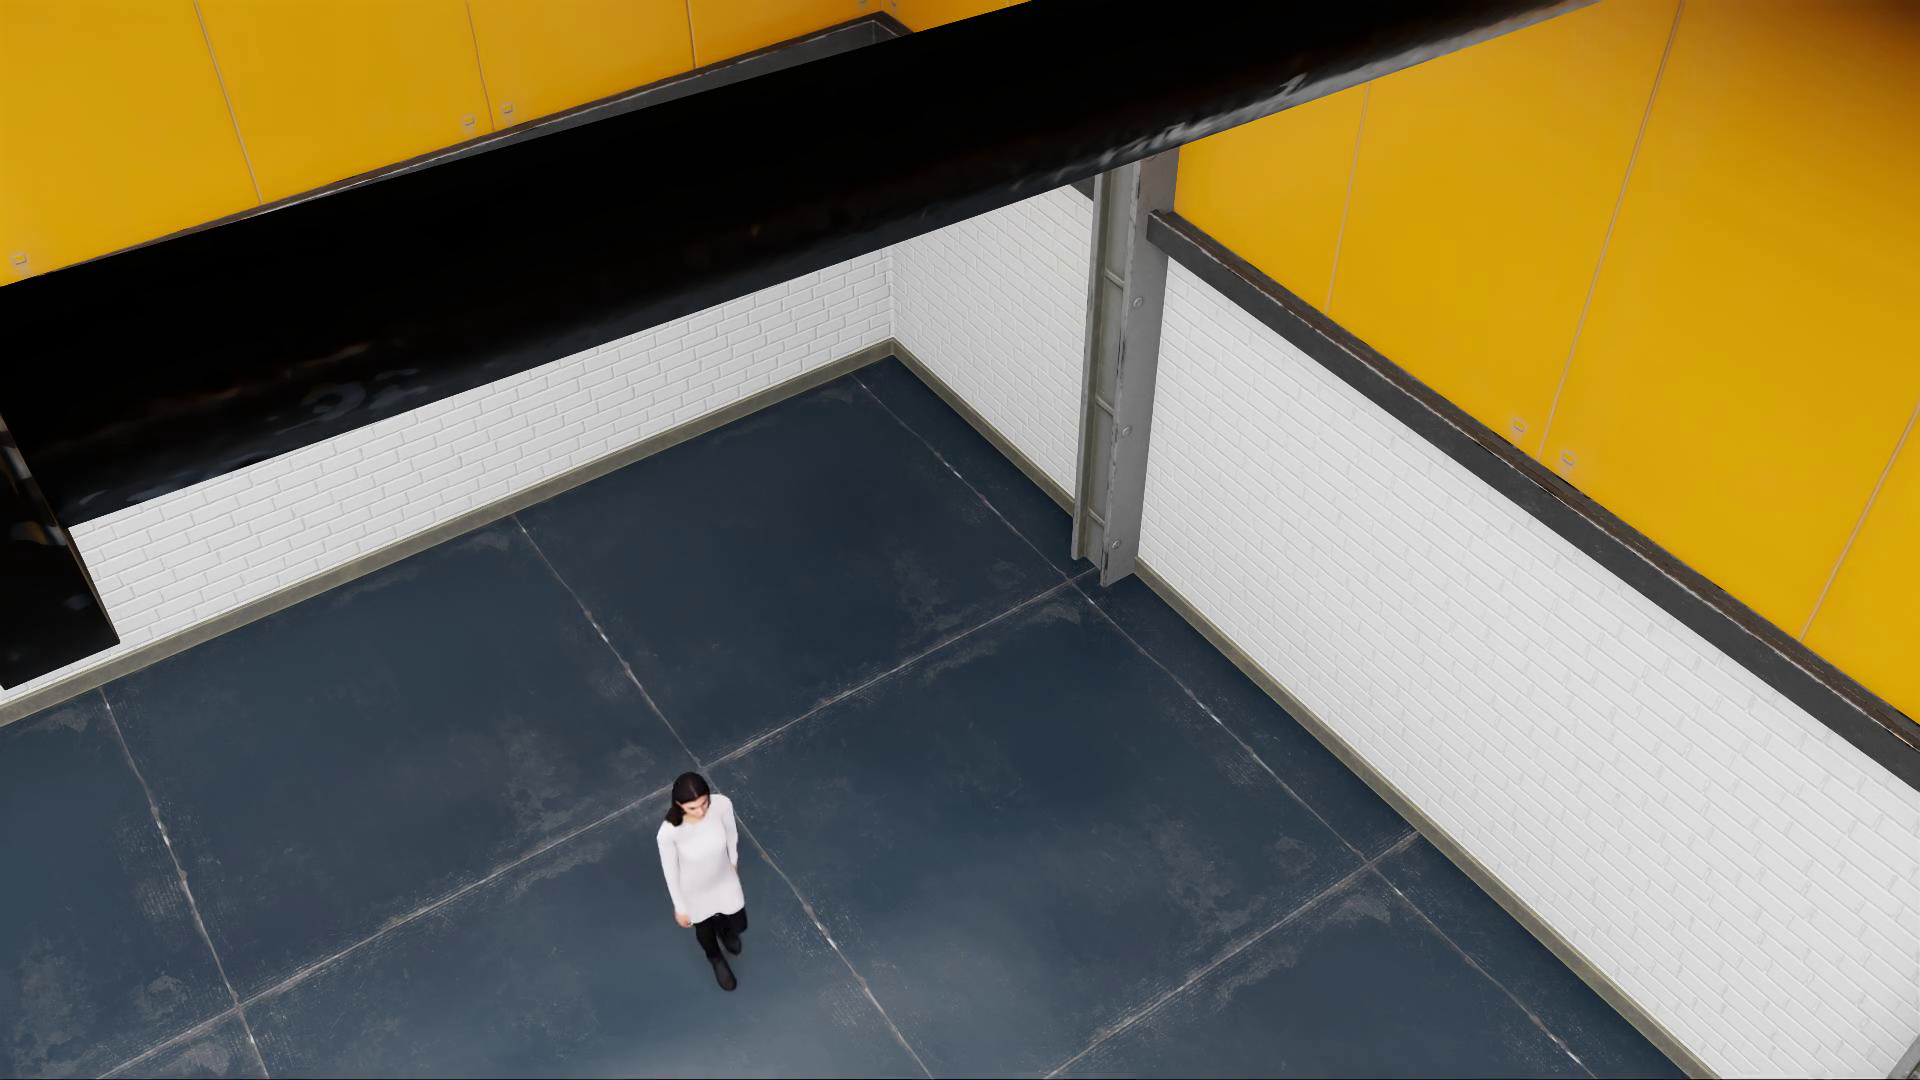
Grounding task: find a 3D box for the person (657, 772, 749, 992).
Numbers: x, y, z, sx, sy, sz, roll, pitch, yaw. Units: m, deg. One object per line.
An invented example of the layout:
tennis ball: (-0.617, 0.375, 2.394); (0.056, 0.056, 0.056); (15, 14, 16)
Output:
person: (-1.427, 1.806, 9.098); (0.631, 1.794, 0.661); (-22, 48, -22)
